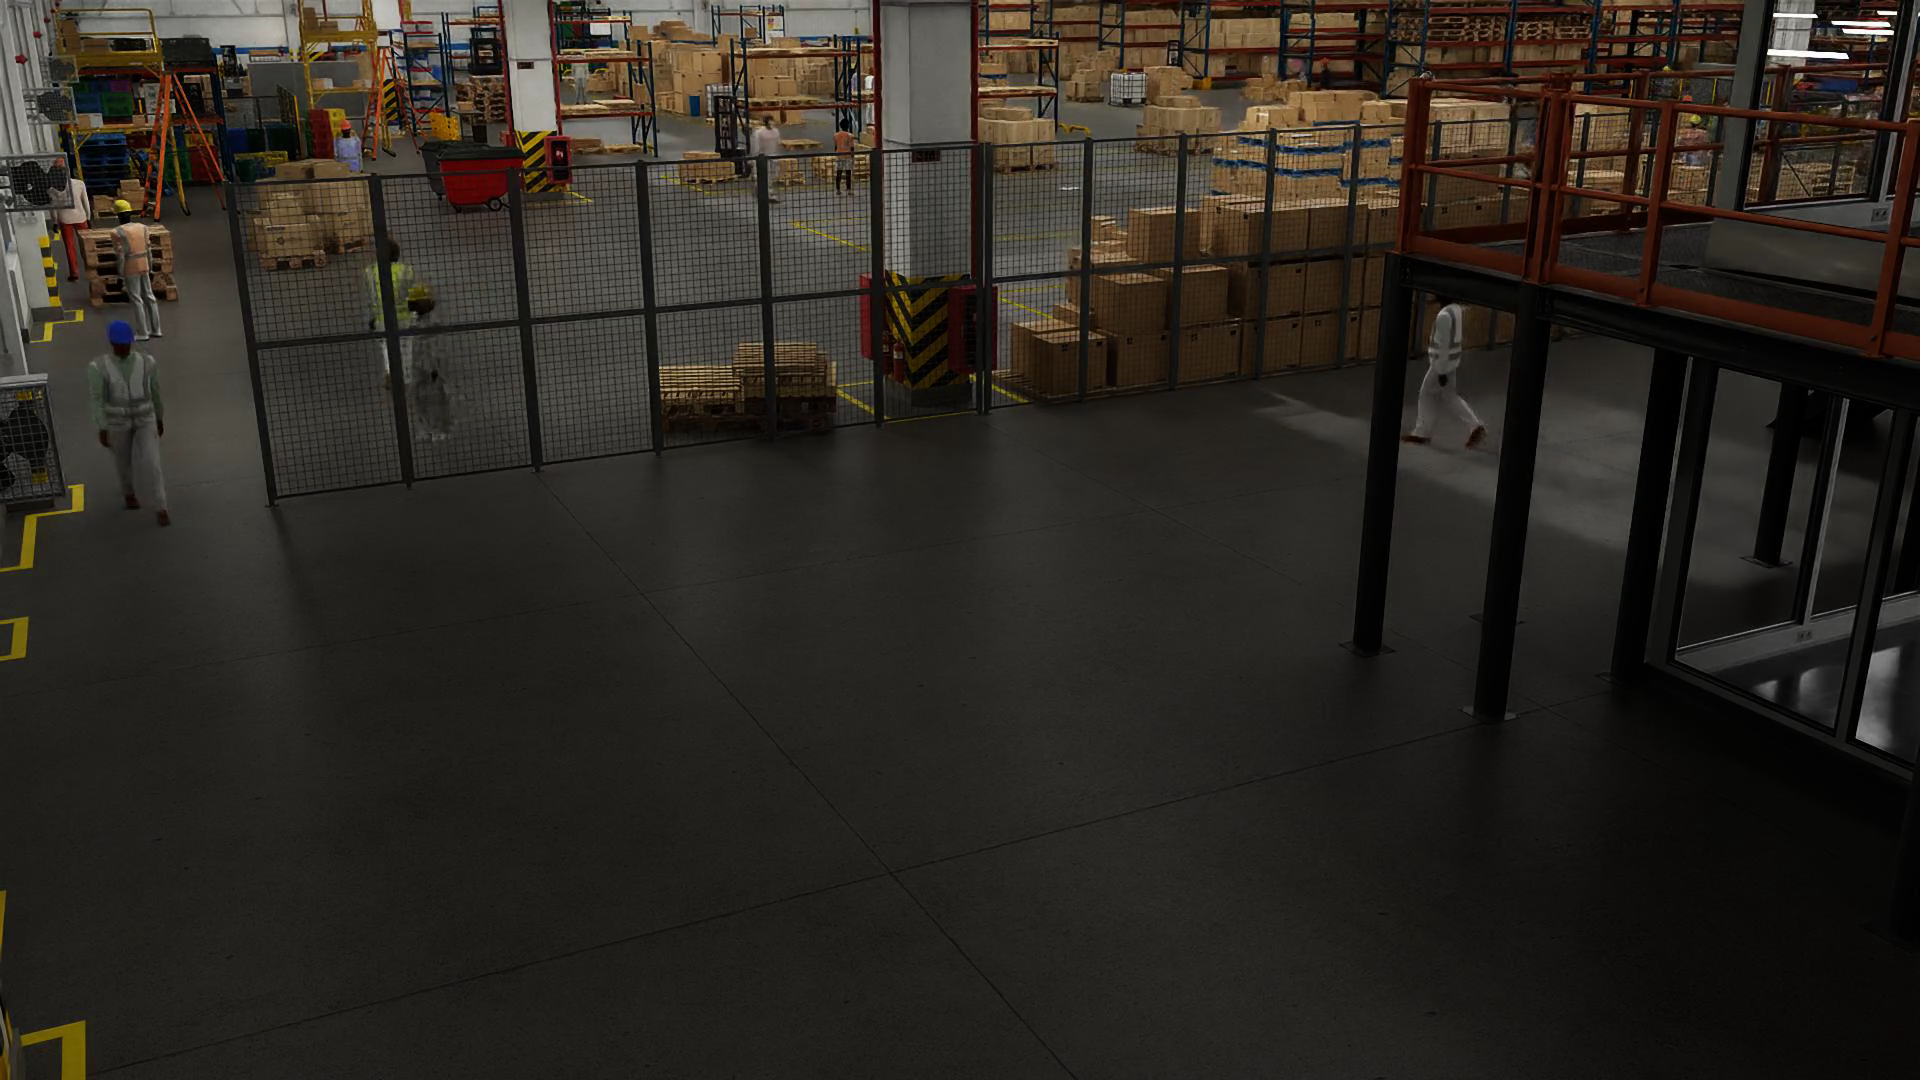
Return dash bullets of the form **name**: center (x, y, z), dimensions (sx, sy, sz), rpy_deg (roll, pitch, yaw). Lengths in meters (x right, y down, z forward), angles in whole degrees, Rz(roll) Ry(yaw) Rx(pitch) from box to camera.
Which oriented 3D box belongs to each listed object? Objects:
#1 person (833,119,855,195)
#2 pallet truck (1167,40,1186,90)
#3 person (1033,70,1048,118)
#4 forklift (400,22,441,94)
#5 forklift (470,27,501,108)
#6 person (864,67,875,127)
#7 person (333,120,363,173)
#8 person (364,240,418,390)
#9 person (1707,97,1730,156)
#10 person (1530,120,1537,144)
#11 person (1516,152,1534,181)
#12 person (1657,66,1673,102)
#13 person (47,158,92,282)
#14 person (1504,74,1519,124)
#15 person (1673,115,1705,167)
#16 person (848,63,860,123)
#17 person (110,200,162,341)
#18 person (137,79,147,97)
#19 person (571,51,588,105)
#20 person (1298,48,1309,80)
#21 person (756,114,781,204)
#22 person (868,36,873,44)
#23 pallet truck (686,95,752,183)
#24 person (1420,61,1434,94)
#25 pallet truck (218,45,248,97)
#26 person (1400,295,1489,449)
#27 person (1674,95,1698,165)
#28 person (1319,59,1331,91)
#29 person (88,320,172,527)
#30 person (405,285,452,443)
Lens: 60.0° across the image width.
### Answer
- **person**: center (-2.606, -8.627, 37.482), dimensions (0.534, 1.691, 0.321), rpy_deg (10, 21, 26)
- **pallet truck**: center (9.045, -19.971, 69.895), dimensions (0.823, 1.965, 1.885), rpy_deg (-3, 19, -8)
- **person**: center (2.747, -15.138, 56.472), dimensions (0.751, 1.617, 0.528), rpy_deg (-16, 25, -39)
- **forklift**: center (-21.973, -19.281, 66.562), dimensions (1.129, 2.768, 1.873), rpy_deg (14, 23, 35)
- **forklift**: center (-17.318, -17.331, 60.909), dimensions (1.129, 2.768, 1.873), rpy_deg (-5, 20, -13)
- **person**: center (-2.830, -14.263, 53.536), dimensions (0.577, 1.876, 0.346), rpy_deg (17, 25, 40)
- **person**: center (-12.633, -7.705, 34.431), dimensions (0.545, 1.938, 0.359), rpy_deg (-9, 21, -23)
- **person**: center (-6.809, -2.692, 20.059), dimensions (0.649, 1.830, 0.489), rpy_deg (-2, 19, -6)
- **person**: center (20.532, -11.153, 44.913), dimensions (0.518, 1.608, 0.703), rpy_deg (-2, 19, -6)
- **person**: center (13.600, -9.311, 39.156), dimensions (0.539, 1.899, 0.615), rpy_deg (16, 25, 39)
- **person**: center (10.073, -5.954, 29.521), dimensions (0.569, 1.823, 0.535), rpy_deg (14, 24, 35)
- **person**: center (23.515, -14.881, 55.425), dimensions (0.723, 1.815, 0.595), rpy_deg (-11, 22, -29)
- **person**: center (-14.496, -5.213, 27.133), dimensions (0.610, 1.985, 0.392), rpy_deg (-17, 26, -41)
- **person**: center (16.490, -12.926, 49.619), dimensions (0.535, 1.897, 0.615), rpy_deg (11, 22, 28)
- **person**: center (16.534, -8.748, 37.742), dimensions (0.647, 1.745, 0.321), rpy_deg (13, 23, 33)
- **person**: center (-3.503, -14.689, 54.713), dimensions (0.400, 1.919, 0.581), rpy_deg (3, 19, 8)
- **person**: center (-11.340, -3.696, 22.827), dimensions (0.384, 1.924, 0.589), rpy_deg (8, 21, 22)
- **person**: center (-25.184, -13.423, 51.468), dimensions (0.524, 1.631, 0.323), rpy_deg (9, 21, 23)
- **person**: center (-14.142, -17.199, 61.953), dimensions (0.630, 1.938, 0.373), rpy_deg (-5, 20, -15)
- **person**: center (13.806, -18.936, 67.164), dimensions (0.621, 1.828, 0.636), rpy_deg (-8, 21, -22)
- **person**: center (-4.204, -8.312, 36.230), dimensions (0.717, 1.923, 0.638), rpy_deg (16, 25, 39)
- **person**: center (-4.100, -22.417, 77.173), dimensions (1.025, 1.869, 0.551), rpy_deg (12, 22, 30)
- **pallet truck**: center (-5.836, -9.608, 39.856), dimensions (0.823, 1.965, 1.885), rpy_deg (10, 22, 27)
- **person**: center (15.041, -14.508, 53.995), dimensions (0.535, 2.000, 0.682), rpy_deg (15, 24, 37)
- **pallet truck**: center (-28.879, -18.665, 66.111), dimensions (0.823, 1.965, 1.885), rpy_deg (-3, 19, -9)
- **person**: center (5.216, -1.869, 17.652), dimensions (0.878, 1.856, 0.583), rpy_deg (11, 22, 30)
- **person**: center (17.874, -10.002, 41.103), dimensions (0.542, 1.929, 0.368), rpy_deg (2, 19, 6)
- **person**: center (12.386, -15.456, 56.900), dimensions (1.044, 1.929, 0.629), rpy_deg (13, 23, 33)
- **person**: center (-7.700, -1.118, 15.414), dimensions (0.613, 1.900, 1.013), rpy_deg (-12, 22, -32)
- **person**: center (-5.756, -1.872, 17.825), dimensions (0.512, 1.722, 0.555), rpy_deg (14, 24, 36)
